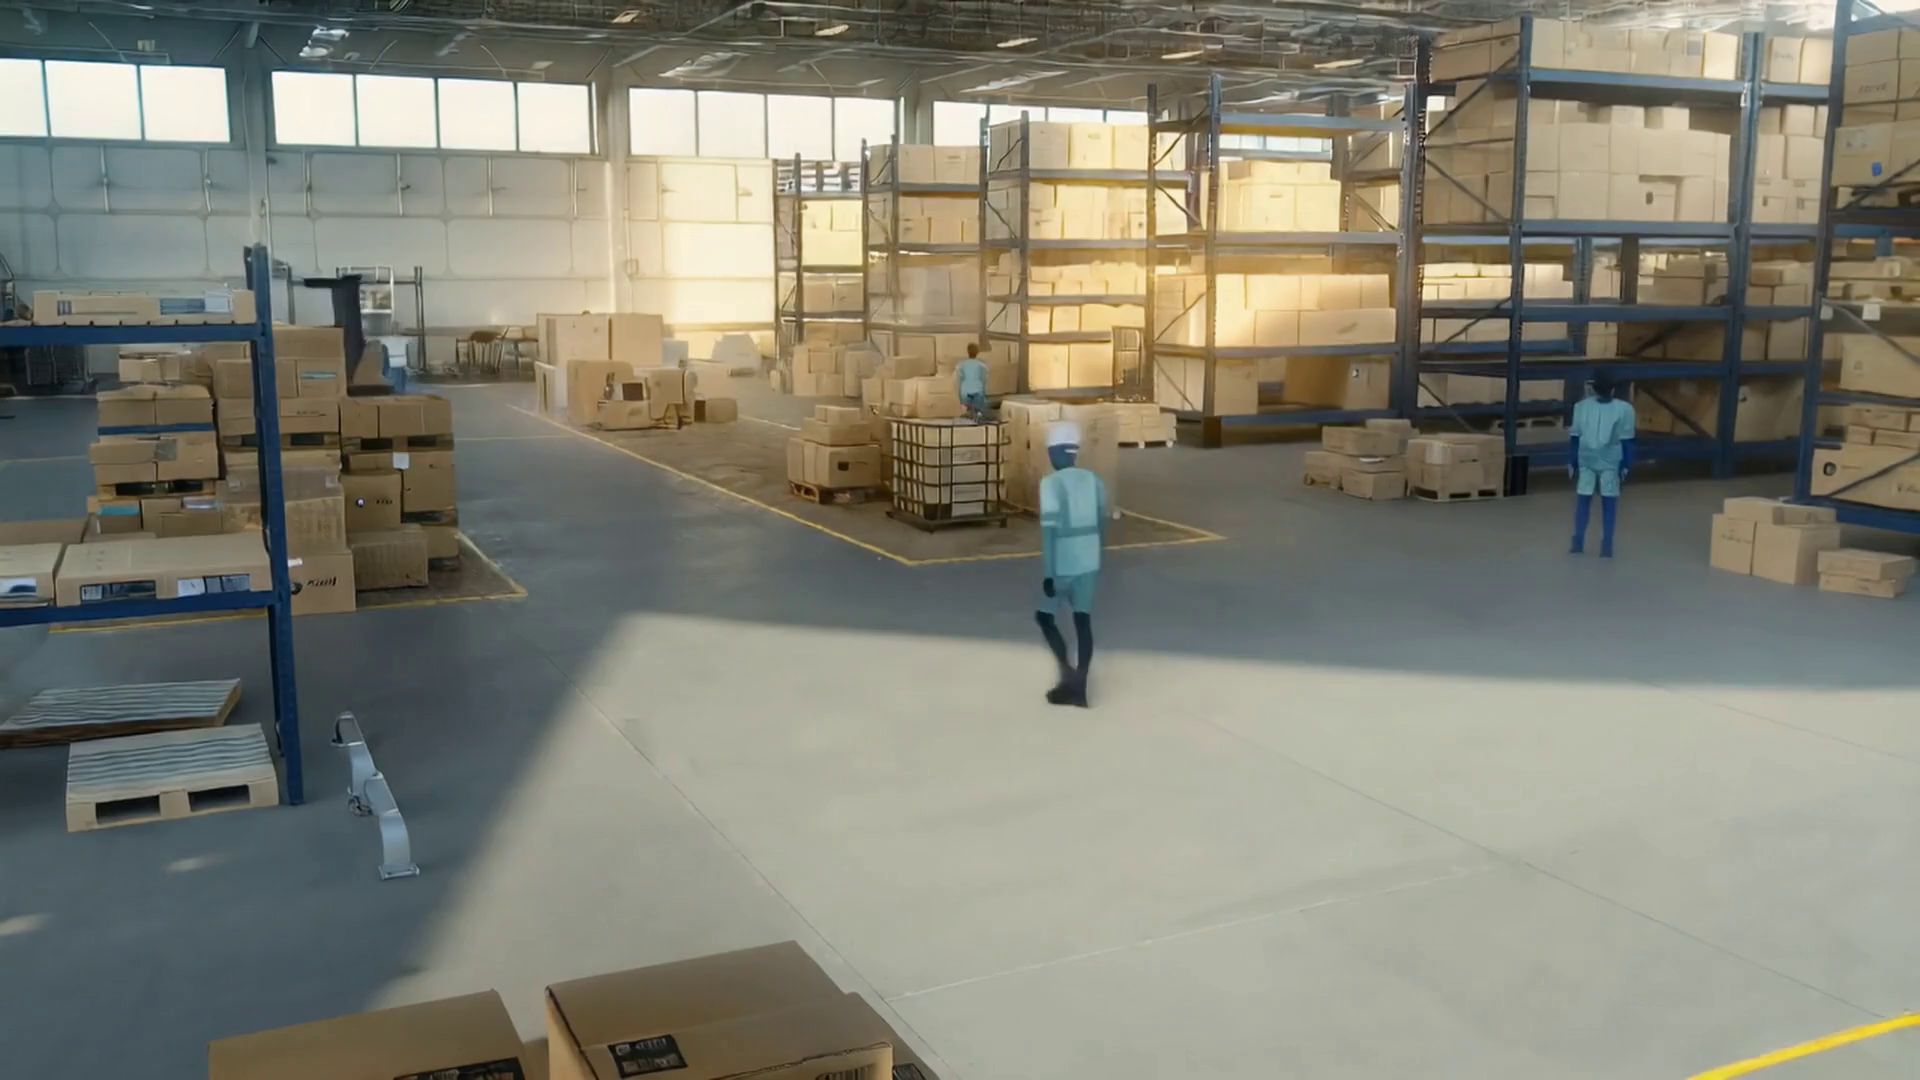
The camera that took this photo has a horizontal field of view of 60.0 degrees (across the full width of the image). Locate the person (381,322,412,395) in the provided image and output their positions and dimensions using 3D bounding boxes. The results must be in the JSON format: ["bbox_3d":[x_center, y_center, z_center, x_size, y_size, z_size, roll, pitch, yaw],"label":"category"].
[{"bbox_3d":[-11.658,-3.579,34.434,0.603,1.875,0.976,-7,12,-38],"label":"person"}]

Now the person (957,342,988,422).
[{"bbox_3d":[0.215,-2.525,28.419,0.535,1.697,0.318,0,9,-2],"label":"person"}]

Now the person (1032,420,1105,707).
[{"bbox_3d":[0.718,0.161,11.101,0.554,1.907,0.492,-6,11,-34],"label":"person"}]

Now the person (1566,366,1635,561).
[{"bbox_3d":[6.426,-0.771,16.718,0.604,1.959,0.377,6,11,32],"label":"person"}]

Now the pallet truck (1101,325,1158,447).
[{"bbox_3d":[2.881,-2.596,27.923,0.823,1.965,1.885,-1,9,-7],"label":"pallet truck"}]

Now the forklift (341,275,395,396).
[{"bbox_3d":[-13.868,-4.672,38.074,1.873,2.768,1.129,-4,10,-25],"label":"forklift"}]
